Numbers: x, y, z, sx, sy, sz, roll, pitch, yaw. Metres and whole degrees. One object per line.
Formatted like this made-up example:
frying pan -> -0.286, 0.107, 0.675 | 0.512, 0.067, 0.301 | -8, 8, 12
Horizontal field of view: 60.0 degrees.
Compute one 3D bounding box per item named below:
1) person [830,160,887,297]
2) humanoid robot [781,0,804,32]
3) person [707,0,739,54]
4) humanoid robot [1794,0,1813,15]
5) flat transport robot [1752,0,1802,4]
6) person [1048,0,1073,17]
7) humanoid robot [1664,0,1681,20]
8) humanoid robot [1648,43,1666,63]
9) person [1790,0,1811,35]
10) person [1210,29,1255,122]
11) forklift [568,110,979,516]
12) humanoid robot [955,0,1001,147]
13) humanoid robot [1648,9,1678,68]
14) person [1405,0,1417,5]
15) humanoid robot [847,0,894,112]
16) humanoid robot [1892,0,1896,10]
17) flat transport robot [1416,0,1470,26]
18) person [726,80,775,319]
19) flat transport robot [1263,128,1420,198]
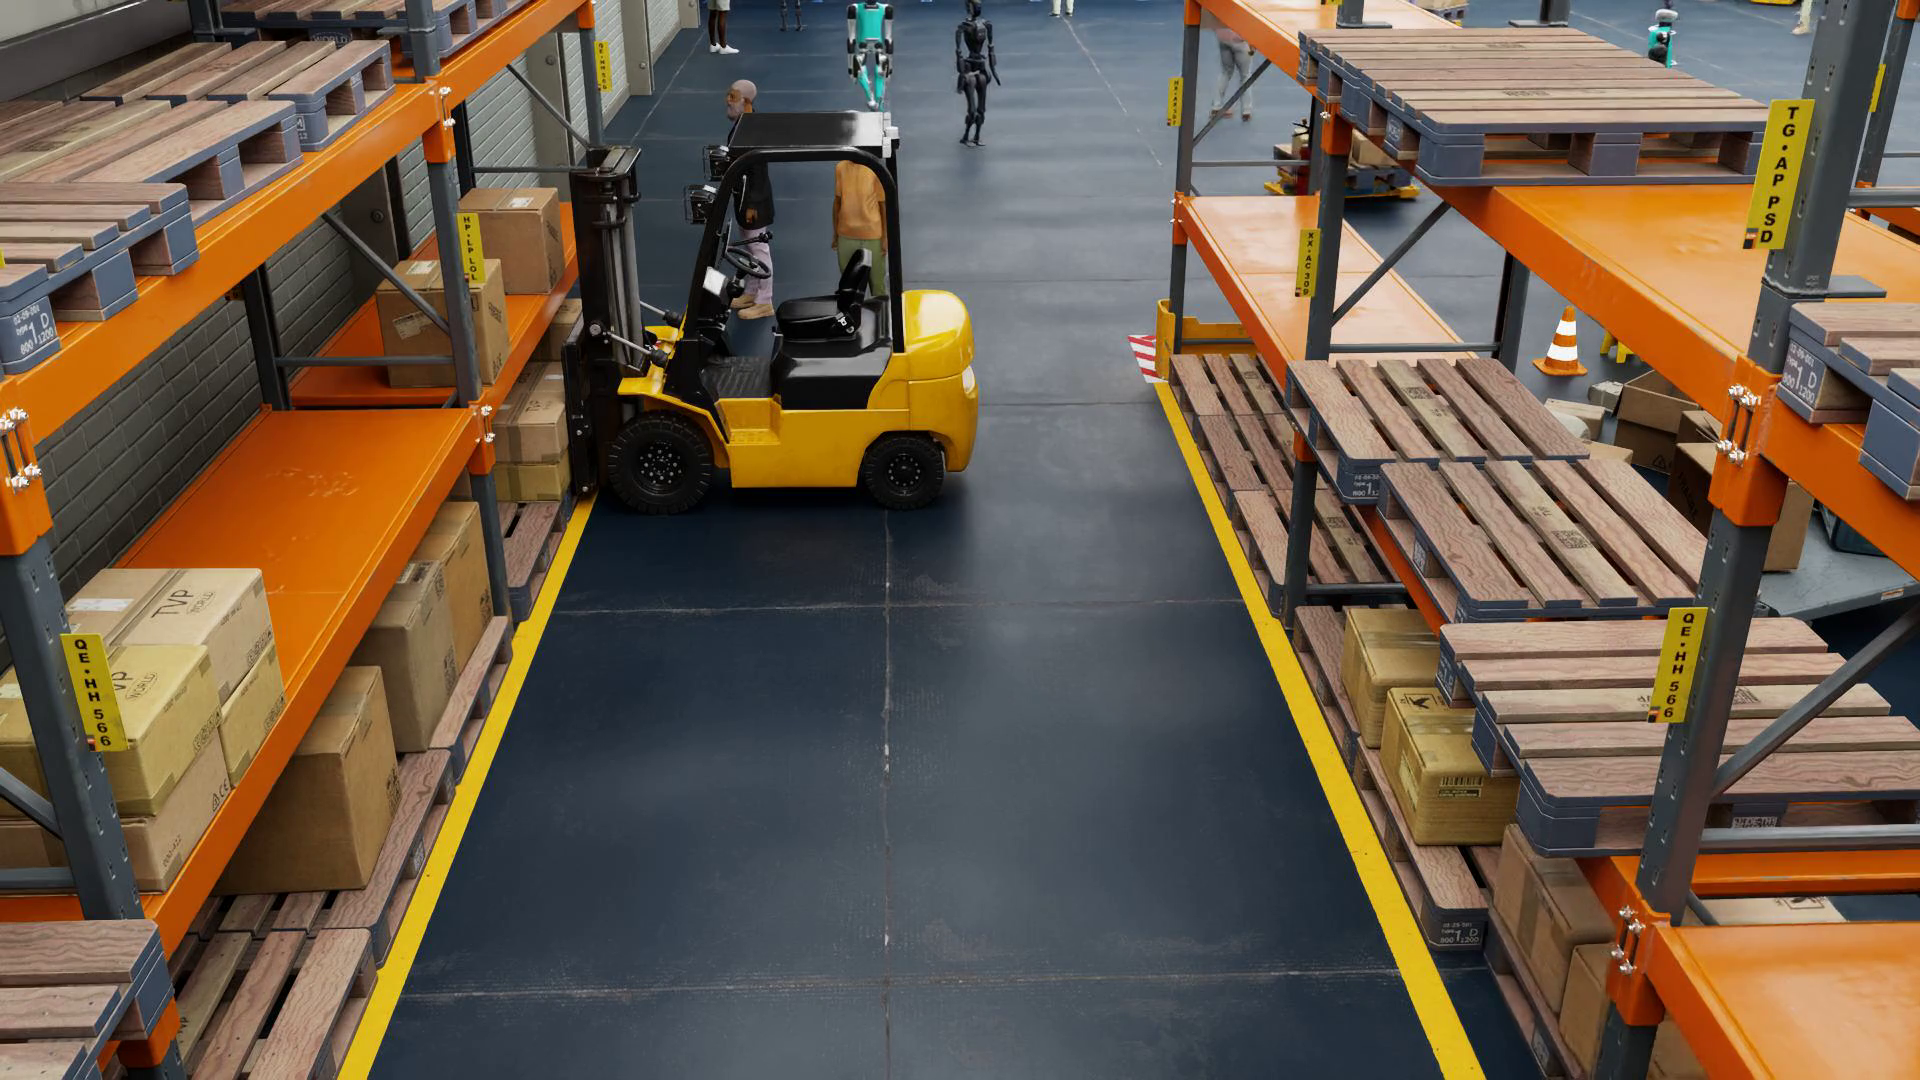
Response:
person -> -0.747, -2.236, 12.342 | 0.440, 1.718, 0.349 | 8, 26, 16
humanoid robot -> -2.786, -9.119, 26.952 | 0.599, 1.655, 0.315 | -1, 25, -2
person -> -3.634, -8.271, 24.912 | 0.356, 1.898, 0.553 | -20, 32, -35
humanoid robot -> 14.589, -9.877, 28.444 | 0.545, 1.726, 0.780 | -20, 32, -35
flat transport robot -> 15.053, -9.999, 30.478 | 0.659, 0.231, 1.431 | 18, 31, 33
person -> 1.732, -9.907, 28.565 | 0.576, 1.738, 0.383 | -14, 29, -27
humanoid robot -> 11.924, -9.509, 27.793 | 0.429, 1.638, 0.586 | 6, 26, 13
humanoid robot -> 6.521, -3.911, 15.958 | 0.597, 1.657, 0.367 | 9, 27, 18
person -> 13.519, -9.015, 26.518 | 0.797, 1.864, 0.582 | -15, 29, -29
person -> 3.341, -6.085, 20.286 | 0.495, 1.920, 0.653 | -22, 33, -39
forklift -> -1.043, -1.379, 9.976 | 2.313, 2.155, 1.214 | -1, 25, -2
humanoid robot -> 0.187, -5.319, 18.915 | 0.589, 1.656, 0.341 | -20, 32, -36
humanoid robot -> 7.481, -4.572, 17.382 | 0.776, 1.863, 0.543 | 6, 26, 11
person -> 6.864, -8.471, 25.411 | 0.561, 1.837, 0.388 | -22, 33, -39
humanoid robot -> -0.975, -5.278, 18.788 | 0.549, 1.788, 0.823 | -5, 26, -11
humanoid robot -> 16.336, -10.144, 29.122 | 0.611, 1.650, 0.343 | 8, 26, 16
flat transport robot -> 7.547, -8.467, 27.234 | 0.659, 0.231, 1.431 | 23, 34, 40
person -> -1.658, -2.691, 13.144 | 0.405, 1.857, 0.532 | -9, 27, -18
flat transport robot -> 3.893, -3.632, 16.996 | 1.431, 0.231, 0.659 | -5, 26, -11
